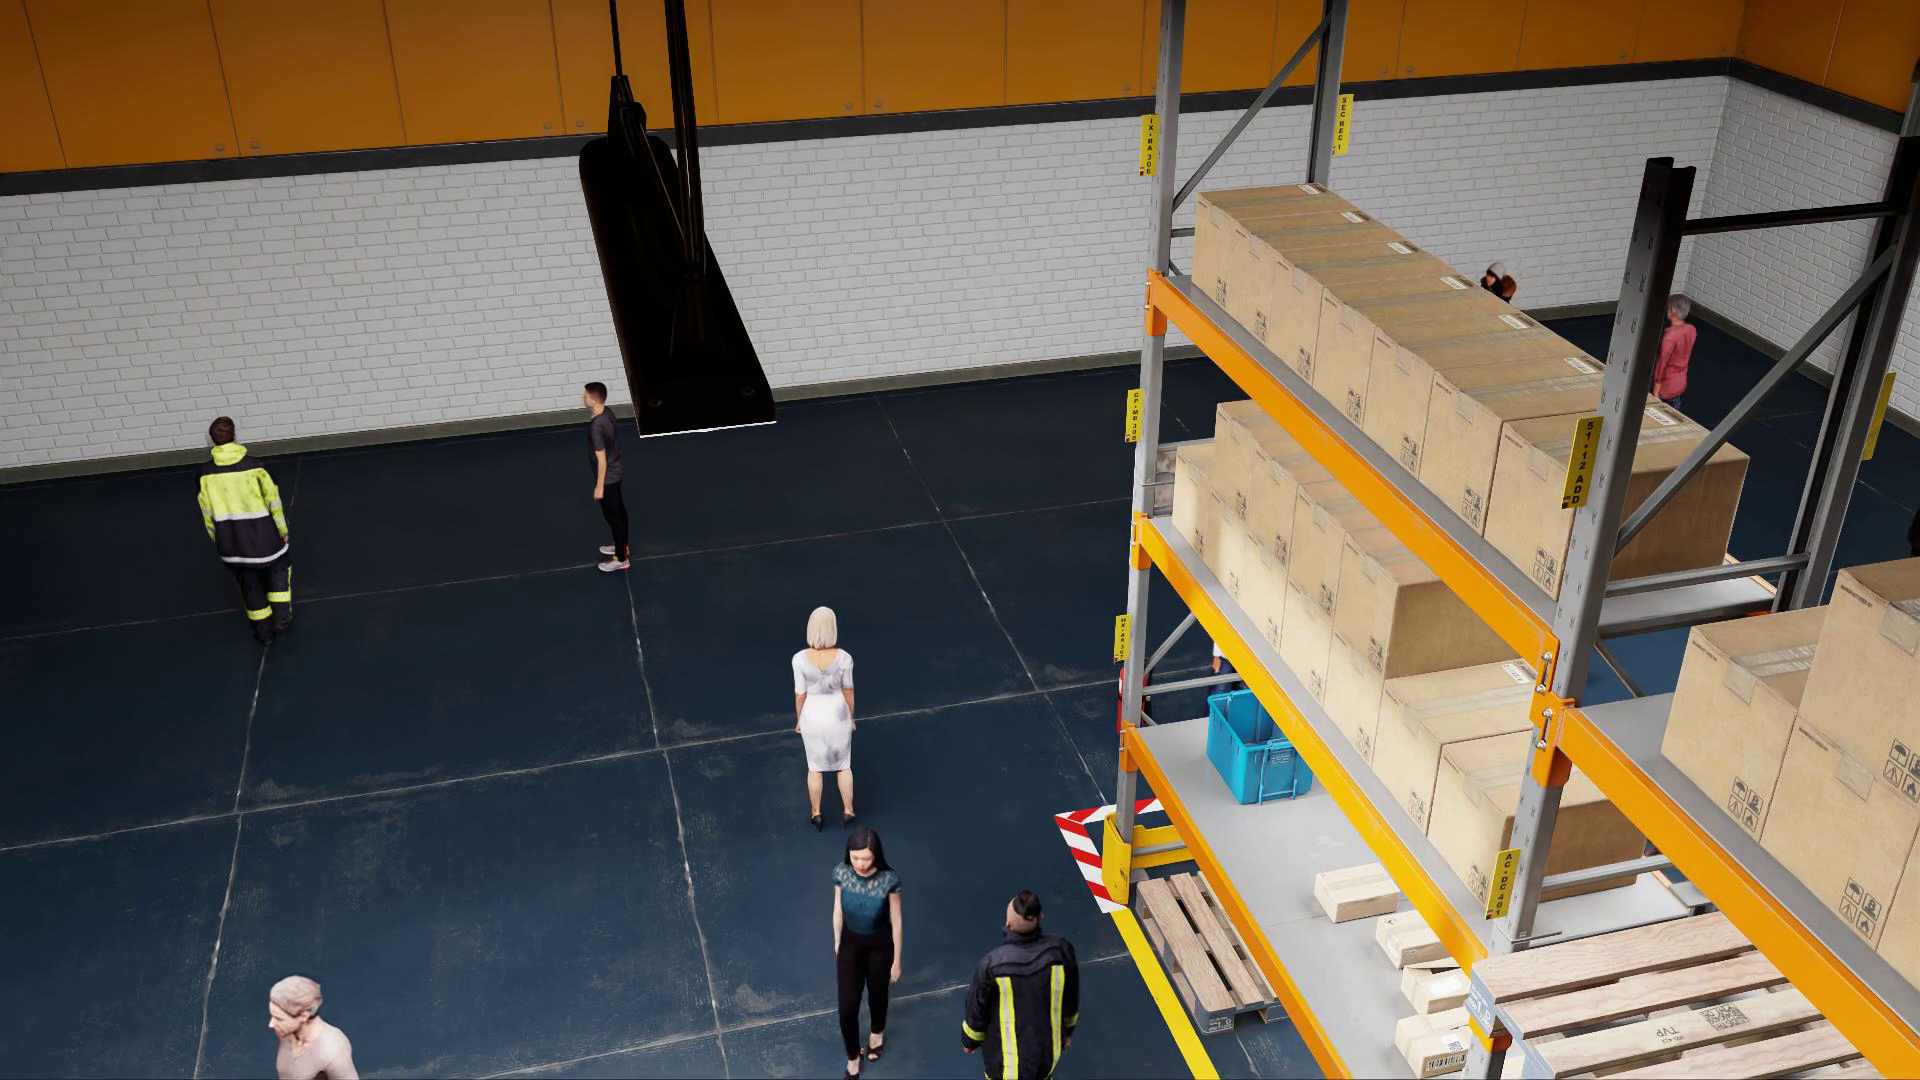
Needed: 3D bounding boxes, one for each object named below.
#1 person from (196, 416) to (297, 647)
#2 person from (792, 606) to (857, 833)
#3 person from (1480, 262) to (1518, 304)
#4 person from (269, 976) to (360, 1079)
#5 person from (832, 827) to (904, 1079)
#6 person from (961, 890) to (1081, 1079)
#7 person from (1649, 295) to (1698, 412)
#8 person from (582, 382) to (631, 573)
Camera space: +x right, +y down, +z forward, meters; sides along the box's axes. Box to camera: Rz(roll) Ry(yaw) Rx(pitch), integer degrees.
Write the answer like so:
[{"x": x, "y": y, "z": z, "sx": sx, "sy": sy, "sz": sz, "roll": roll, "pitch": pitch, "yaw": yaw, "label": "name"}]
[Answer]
[{"x": -5.742, "y": -0.021, "z": 13.410, "sx": 0.782, "sy": 1.960, "sz": 0.697, "roll": -6, "pitch": 29, "yaw": -12, "label": "person"}, {"x": -0.912, "y": 1.227, "z": 11.341, "sx": 0.600, "sy": 1.750, "sz": 0.554, "roll": -2, "pitch": 29, "yaw": -4, "label": "person"}, {"x": 5.661, "y": -2.200, "z": 17.755, "sx": 0.785, "sy": 1.625, "sz": 0.672, "roll": -16, "pitch": 33, "yaw": -27, "label": "person"}, {"x": -3.097, "y": 2.874, "z": 8.194, "sx": 0.755, "sy": 1.872, "sz": 0.837, "roll": 18, "pitch": 34, "yaw": 30, "label": "person"}, {"x": -0.498, "y": 2.273, "z": 9.451, "sx": 0.713, "sy": 1.724, "sz": 0.795, "roll": 5, "pitch": 29, "yaw": 9, "label": "person"}, {"x": 0.350, "y": 2.630, "z": 8.661, "sx": 0.815, "sy": 1.854, "sz": 0.775, "roll": -13, "pitch": 31, "yaw": -22, "label": "person"}, {"x": 6.961, "y": -1.467, "z": 16.216, "sx": 0.800, "sy": 1.810, "sz": 0.850, "roll": -15, "pitch": 32, "yaw": -25, "label": "person"}, {"x": -3.104, "y": -0.570, "z": 14.621, "sx": 0.732, "sy": 1.764, "sz": 0.544, "roll": -2, "pitch": 29, "yaw": -4, "label": "person"}]
